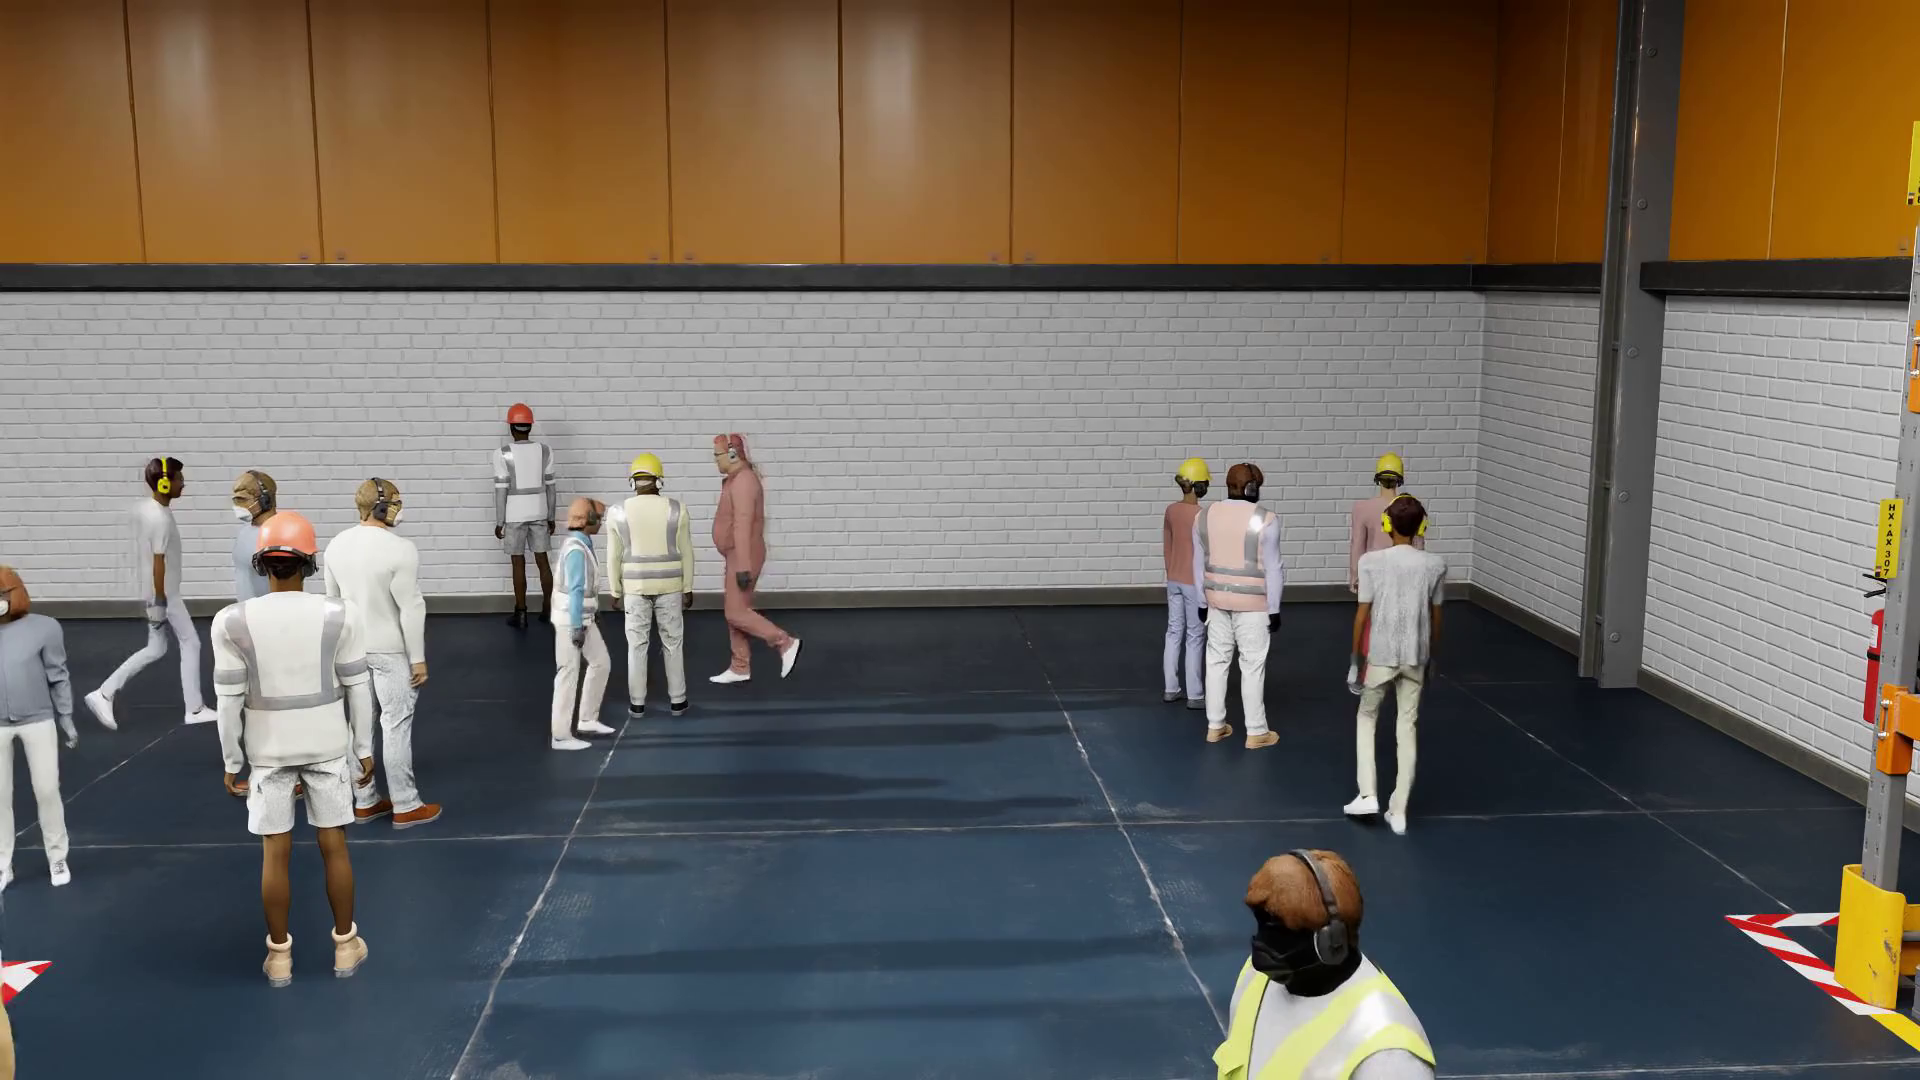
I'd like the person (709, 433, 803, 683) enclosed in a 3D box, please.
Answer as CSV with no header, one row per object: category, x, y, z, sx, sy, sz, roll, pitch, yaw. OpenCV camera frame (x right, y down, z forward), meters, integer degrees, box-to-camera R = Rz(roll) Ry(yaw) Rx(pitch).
person,-1.532,0.149,12.290,0.619,1.879,0.680,-1,9,-6

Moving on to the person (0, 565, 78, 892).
person,-4.659,0.922,8.206,0.510,1.632,0.284,-4,10,-22

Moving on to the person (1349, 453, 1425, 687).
person,3.061,0.257,11.962,0.524,1.769,0.314,1,9,8

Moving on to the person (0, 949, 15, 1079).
person,-2.739,1.455,4.342,0.573,1.814,0.864,-2,9,-15

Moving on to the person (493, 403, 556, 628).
person,-3.769,-0.214,14.385,0.550,1.935,0.376,-6,11,-35

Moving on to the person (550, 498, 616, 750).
person,-2.436,0.531,10.732,0.436,1.608,0.519,0,9,-3

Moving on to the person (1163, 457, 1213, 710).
person,1.624,0.305,11.658,0.305,1.771,0.525,-5,11,-31

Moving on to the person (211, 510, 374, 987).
person,-2.839,0.888,7.130,0.615,2.042,0.372,-3,10,-20

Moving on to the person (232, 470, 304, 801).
person,-3.976,0.554,9.567,0.630,1.937,0.373,9,12,43

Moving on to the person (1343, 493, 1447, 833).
person,2.377,0.673,9.110,0.531,1.847,0.462,0,9,3

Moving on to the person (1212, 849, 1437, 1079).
person,0.754,1.554,3.628,0.429,1.833,0.630,-3,9,-17

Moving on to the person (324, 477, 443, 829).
person,-3.188,0.621,9.149,0.629,1.937,0.379,4,10,26

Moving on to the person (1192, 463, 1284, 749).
person,1.804,0.419,10.732,0.624,1.837,0.430,7,12,39

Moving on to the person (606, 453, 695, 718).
person,-2.117,0.315,11.424,0.588,1.822,0.403,-1,9,-8

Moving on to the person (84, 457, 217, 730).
person,-5.394,0.367,11.080,0.802,1.835,0.521,-8,12,-41
